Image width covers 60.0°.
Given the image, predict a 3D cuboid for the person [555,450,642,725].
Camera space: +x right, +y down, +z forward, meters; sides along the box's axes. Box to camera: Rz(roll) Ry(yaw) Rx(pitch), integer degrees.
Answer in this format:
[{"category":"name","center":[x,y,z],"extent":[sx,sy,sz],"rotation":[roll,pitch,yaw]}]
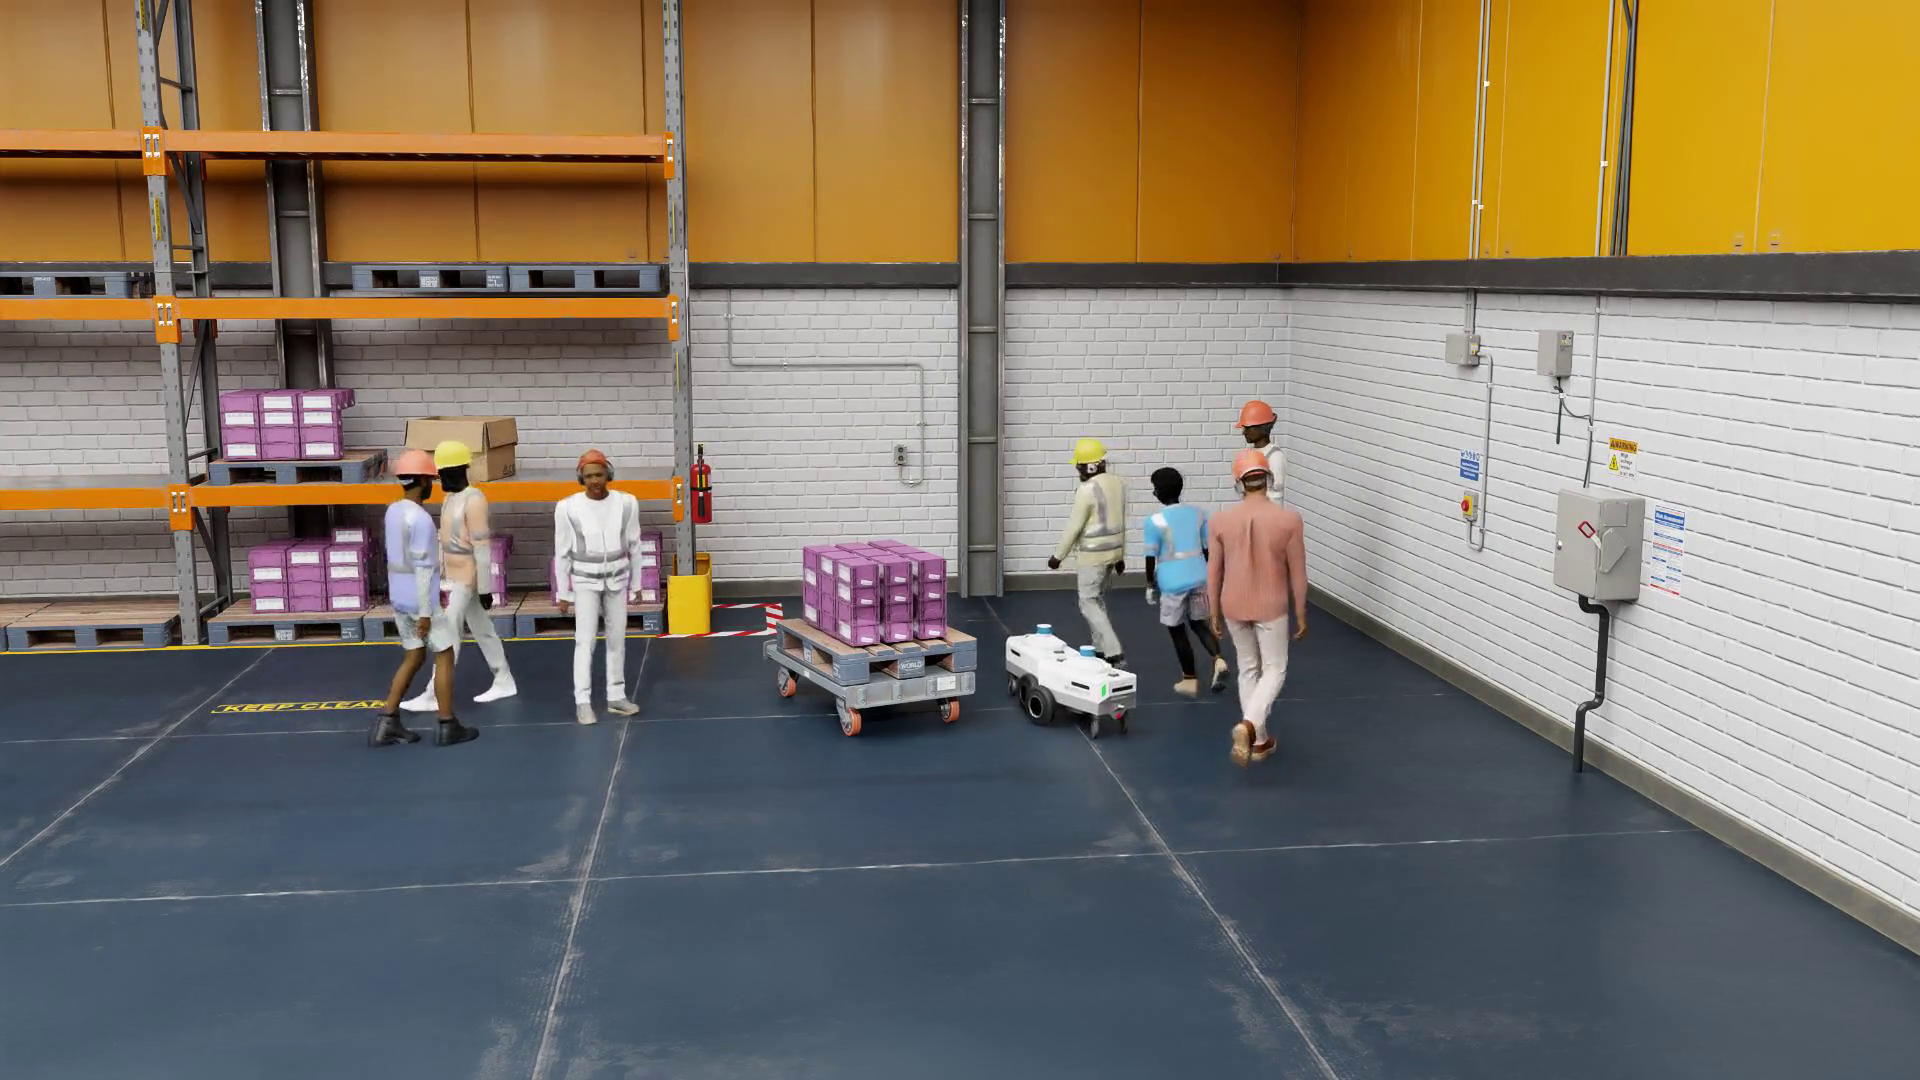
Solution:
[{"category":"person","center":[-2.430,0.316,11.219],"extent":[0.586,1.866,0.441],"rotation":[-5,10,-26]}]

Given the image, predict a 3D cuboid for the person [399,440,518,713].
[{"category":"person","center":[-3.507,0.248,11.557],"extent":[0.851,1.884,0.610],"rotation":[-5,10,-29]}]

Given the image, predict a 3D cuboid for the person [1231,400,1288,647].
[{"category":"person","center":[2.374,-0.097,13.271],"extent":[0.410,2.033,0.608],"rotation":[-2,9,-12]}]

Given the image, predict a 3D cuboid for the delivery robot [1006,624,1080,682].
[{"category":"delivery robot","center":[0.592,0.838,11.725],"extent":[0.477,0.478,0.707],"rotation":[-3,10,-20]}]

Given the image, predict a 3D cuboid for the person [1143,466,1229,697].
[{"category":"person","center":[1.608,0.320,11.788],"extent":[0.556,1.664,0.603],"rotation":[-5,10,-29]}]

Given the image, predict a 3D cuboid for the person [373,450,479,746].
[{"category":"person","center":[-3.502,0.377,10.678],"extent":[0.645,1.905,0.558],"rotation":[-8,12,-42]}]

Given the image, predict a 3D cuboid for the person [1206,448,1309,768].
[{"category":"person","center":[1.791,0.433,10.162],"extent":[0.639,1.963,0.750],"rotation":[5,10,26]}]

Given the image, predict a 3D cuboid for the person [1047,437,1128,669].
[{"category":"person","center":[1.046,0.113,12.657],"extent":[0.605,1.798,0.607],"rotation":[6,11,31]}]

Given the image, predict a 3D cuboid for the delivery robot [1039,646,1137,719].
[{"category":"delivery robot","center":[0.845,0.947,11.040],"extent":[0.477,0.478,0.707],"rotation":[-7,11,-36]}]
